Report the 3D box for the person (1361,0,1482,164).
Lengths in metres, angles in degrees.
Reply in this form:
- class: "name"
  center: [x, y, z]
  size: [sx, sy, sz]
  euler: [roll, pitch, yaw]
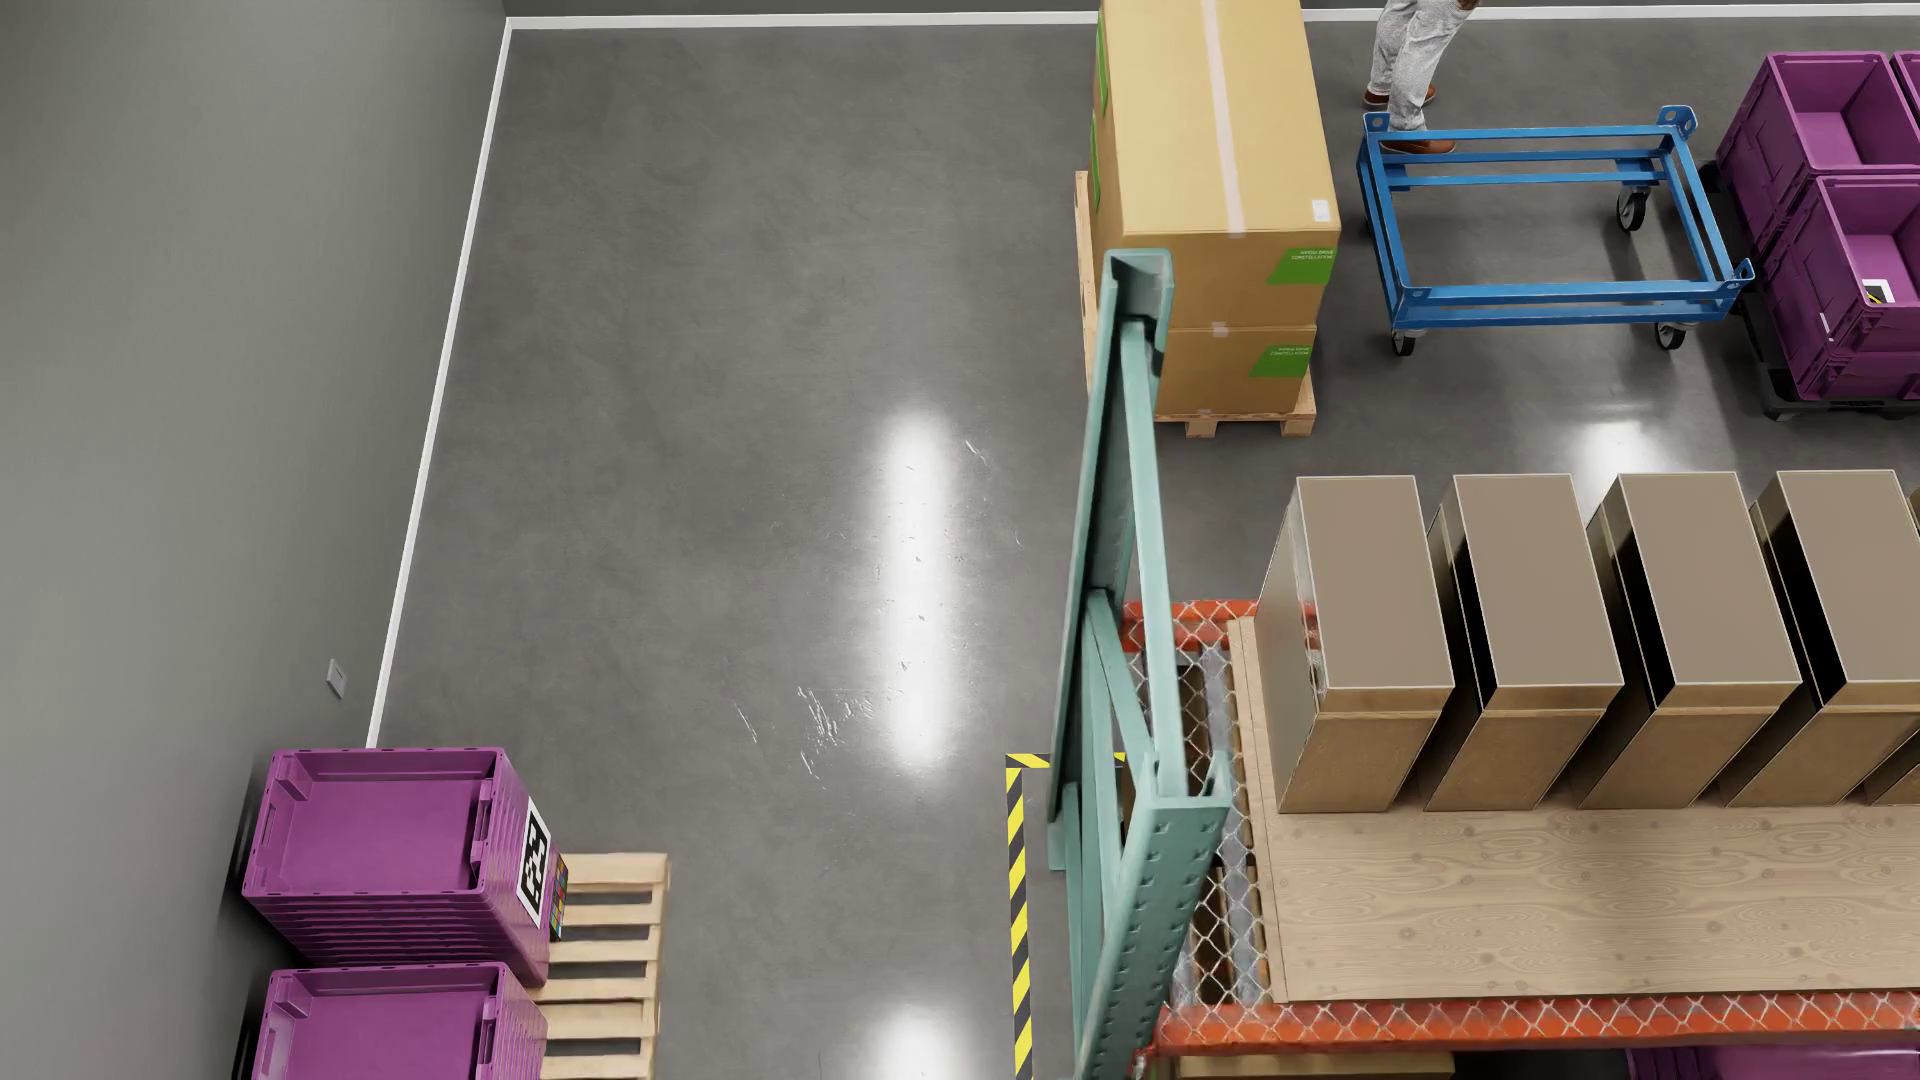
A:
- class: "person"
  center: [1.819, -2.239, 6.076]
  size: [0.372, 1.940, 0.631]
  euler: [-3, 58, -2]
